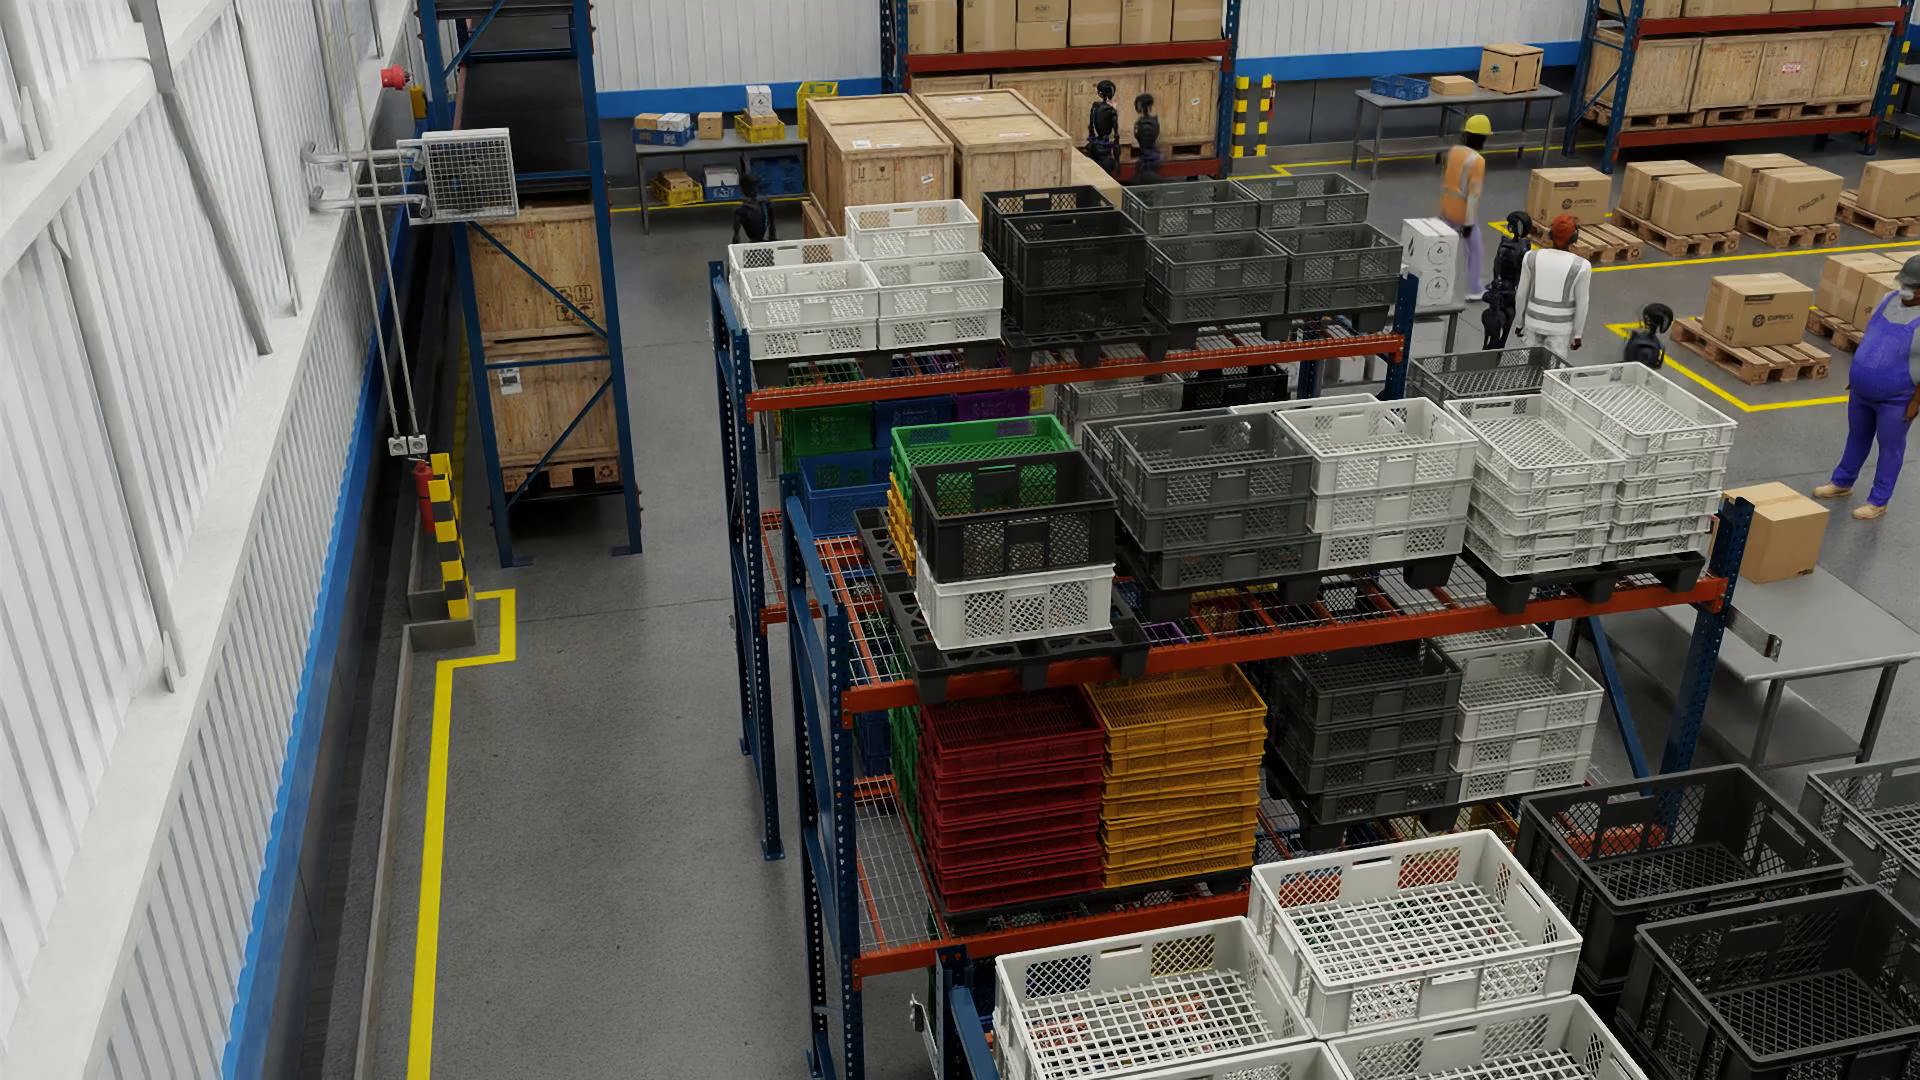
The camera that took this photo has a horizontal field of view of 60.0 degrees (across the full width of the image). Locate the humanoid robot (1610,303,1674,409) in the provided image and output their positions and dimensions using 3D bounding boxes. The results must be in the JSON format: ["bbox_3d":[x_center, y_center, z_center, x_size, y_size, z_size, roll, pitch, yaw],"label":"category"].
[{"bbox_3d":[5.041,-0.985,12.405,0.432,1.640,0.631,13,31,23],"label":"humanoid robot"}]

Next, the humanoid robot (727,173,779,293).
[{"bbox_3d":[-1.850,-2.586,15.433,0.484,1.638,0.672,17,32,29],"label":"humanoid robot"}]

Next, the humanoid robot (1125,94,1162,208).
[{"bbox_3d":[2.018,-4.082,18.289,0.452,1.644,0.618,1,28,1],"label":"humanoid robot"}]

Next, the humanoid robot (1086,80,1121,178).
[{"bbox_3d":[1.615,-4.354,18.782,0.308,1.657,0.612,-15,31,-26],"label":"humanoid robot"}]

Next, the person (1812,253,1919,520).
[{"bbox_3d":[6.856,-1.148,12.327,0.539,2.000,0.683,-9,29,-16],"label":"person"}]

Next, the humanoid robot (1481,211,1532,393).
[{"bbox_3d":[4.717,-2.027,14.366,0.326,1.657,0.595,25,37,38],"label":"humanoid robot"}]

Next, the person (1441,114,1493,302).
[{"bbox_3d":[5.063,-3.265,16.488,0.880,1.891,0.600,-9,29,-17],"label":"person"}]

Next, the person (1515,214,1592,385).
[{"bbox_3d":[4.825,-1.746,13.631,0.573,1.881,0.356,19,33,32],"label":"person"}]
